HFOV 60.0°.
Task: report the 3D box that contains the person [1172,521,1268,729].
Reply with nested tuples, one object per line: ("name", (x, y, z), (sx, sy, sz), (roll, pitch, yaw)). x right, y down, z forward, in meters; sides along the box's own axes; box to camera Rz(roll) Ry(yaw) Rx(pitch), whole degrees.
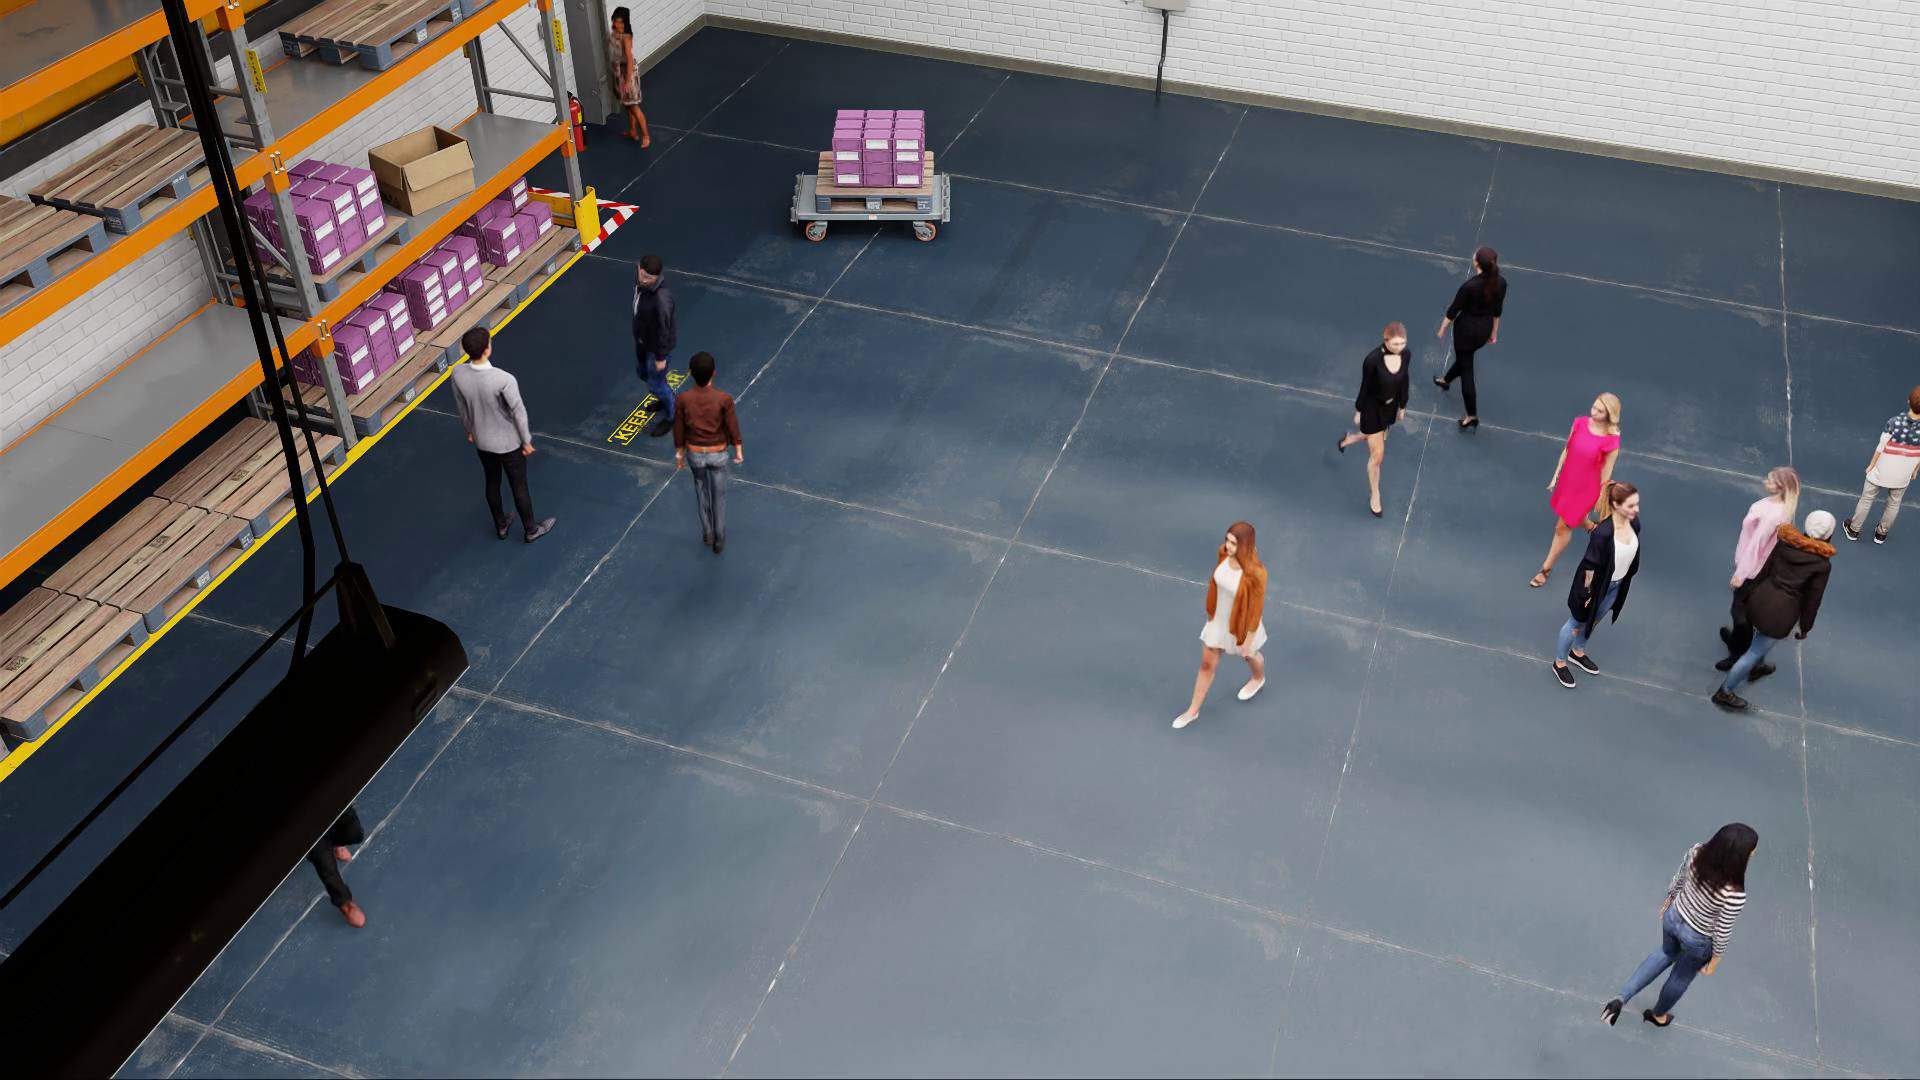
("person", (1.958, 0.532, 11.457), (1.188, 1.677, 0.981), (-27, 46, -30))

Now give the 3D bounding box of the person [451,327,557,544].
("person", (-3.606, -0.804, 12.932), (0.728, 1.923, 0.616), (12, 40, 14))

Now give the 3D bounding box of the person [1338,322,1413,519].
("person", (3.343, -1.055, 13.402), (1.039, 1.729, 1.157), (-14, 41, -17))

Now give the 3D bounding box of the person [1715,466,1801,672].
("person", (5.711, 0.184, 11.887), (0.649, 1.683, 0.814), (-32, 48, -33))

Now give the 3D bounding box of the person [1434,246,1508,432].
("person", (4.429, -1.691, 14.293), (1.025, 1.609, 1.150), (-12, 40, -15))

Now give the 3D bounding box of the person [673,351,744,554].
("person", (-1.948, -0.609, 12.812), (0.771, 1.767, 0.758), (-1, 39, -2))

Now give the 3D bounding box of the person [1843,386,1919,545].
("person", (7.345, -0.598, 13.061), (0.526, 1.439, 0.501), (10, 40, 12))

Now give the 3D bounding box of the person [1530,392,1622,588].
("person", (4.761, -0.426, 12.633), (1.061, 1.704, 0.967), (-20, 43, -23))

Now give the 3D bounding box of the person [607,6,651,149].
("person", (-3.774, -5.271, 18.766), (0.831, 1.621, 0.775), (-6, 39, -8))

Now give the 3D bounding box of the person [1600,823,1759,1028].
("person", (3.987, 2.220, 9.262), (0.925, 1.777, 0.883), (-13, 40, -15))

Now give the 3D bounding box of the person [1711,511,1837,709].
("person", (5.620, 0.500, 11.557), (1.012, 1.600, 0.962), (-14, 41, -17))

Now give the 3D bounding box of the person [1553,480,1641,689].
("person", (4.510, 0.296, 11.749), (0.697, 1.680, 0.777), (-20, 43, -23))

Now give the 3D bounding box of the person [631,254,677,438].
("person", (-2.565, -1.683, 14.104), (0.924, 1.834, 0.900), (-11, 40, -14))
